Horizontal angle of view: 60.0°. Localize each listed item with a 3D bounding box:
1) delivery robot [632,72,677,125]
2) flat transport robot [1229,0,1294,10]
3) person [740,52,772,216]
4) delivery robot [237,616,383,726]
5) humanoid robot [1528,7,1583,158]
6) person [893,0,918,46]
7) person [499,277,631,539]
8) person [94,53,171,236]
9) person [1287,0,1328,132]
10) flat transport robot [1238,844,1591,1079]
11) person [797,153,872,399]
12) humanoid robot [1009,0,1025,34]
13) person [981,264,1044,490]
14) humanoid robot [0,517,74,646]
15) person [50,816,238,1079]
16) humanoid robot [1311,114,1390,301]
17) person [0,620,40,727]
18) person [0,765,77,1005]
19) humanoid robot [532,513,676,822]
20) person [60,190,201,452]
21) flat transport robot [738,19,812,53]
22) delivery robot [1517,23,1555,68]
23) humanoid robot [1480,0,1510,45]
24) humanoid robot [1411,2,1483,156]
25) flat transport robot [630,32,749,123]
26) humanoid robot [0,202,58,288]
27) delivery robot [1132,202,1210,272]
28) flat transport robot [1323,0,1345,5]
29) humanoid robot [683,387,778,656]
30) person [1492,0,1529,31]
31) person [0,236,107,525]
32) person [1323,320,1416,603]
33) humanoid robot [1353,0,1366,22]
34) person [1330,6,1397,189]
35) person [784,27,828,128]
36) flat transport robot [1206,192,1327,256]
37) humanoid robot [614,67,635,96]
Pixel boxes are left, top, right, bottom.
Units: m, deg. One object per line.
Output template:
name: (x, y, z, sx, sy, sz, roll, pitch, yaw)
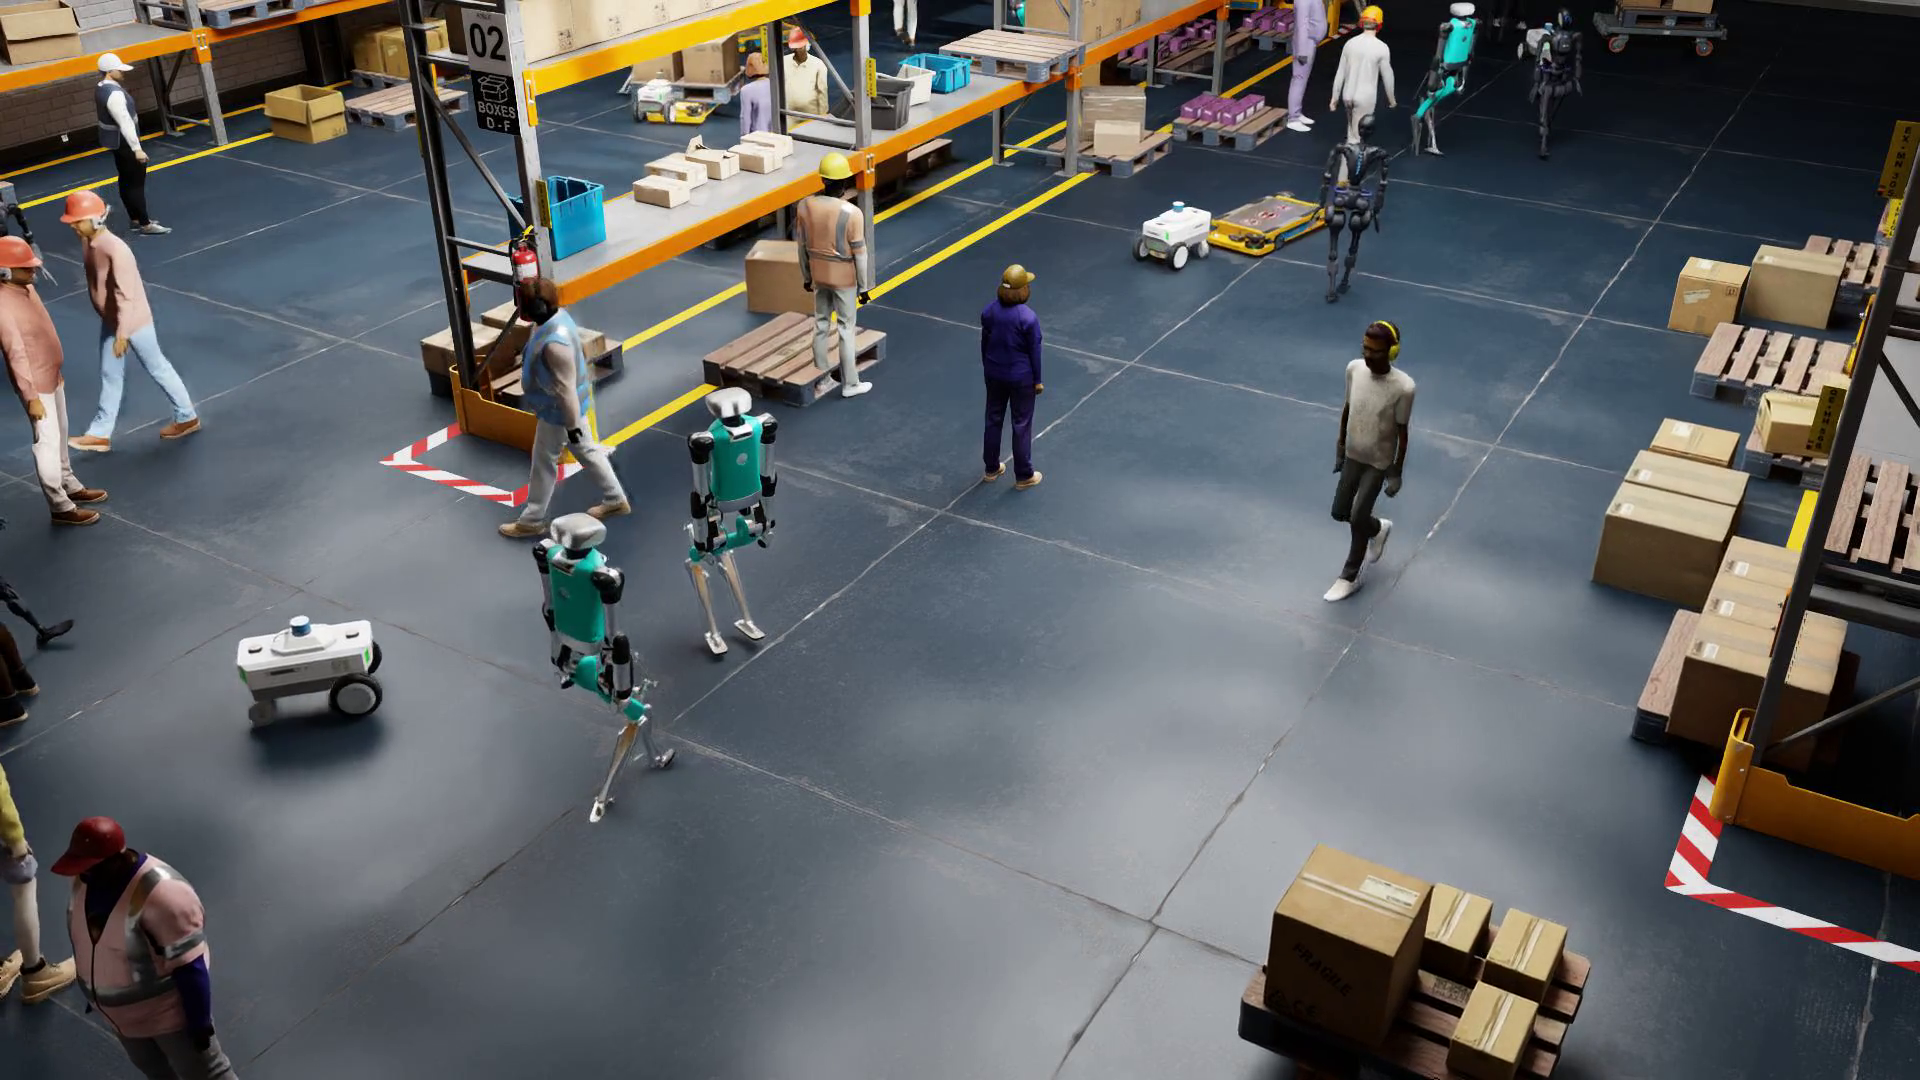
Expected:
delivery robot: (-3.617, -5.350, 20.120, 0.499, 0.600, 0.802, 8, 30, 13)
flat transport robot: (4.398, -8.301, 25.625, 1.431, 0.231, 0.659, 9, 31, 15)
person: (-1.988, -4.096, 16.810, 0.501, 1.628, 0.280, -19, 35, -30)
delivery robot: (-3.676, 0.703, 9.396, 0.768, 0.583, 0.499, -9, 31, -15)
humanoid robot: (6.690, -5.109, 18.582, 0.596, 1.631, 0.739, -4, 30, -8)
person: (-0.770, -7.803, 23.079, 0.670, 1.910, 0.652, -2, 30, -4)
person: (-2.662, -0.881, 10.963, 0.885, 1.797, 0.625, -5, 30, -9)
person: (-8.146, -3.857, 16.253, 0.448, 1.754, 0.762, -23, 37, -35)
person: (4.085, -5.792, 19.528, 0.406, 1.904, 0.650, 9, 31, 16)
flat transport robot: (1.987, 2.088, 7.248, 0.659, 0.231, 1.431, 17, 34, 27)
person: (-0.962, -2.040, 12.867, 0.591, 1.924, 0.382, 15, 33, 24)
humanoid robot: (0.911, -7.170, 22.144, 0.556, 1.730, 1.036, 3, 30, 6)
person: (0.369, -1.145, 11.586, 0.461, 1.622, 0.351, 18, 34, 28)
humanoid robot: (-5.777, -0.082, 9.705, 0.809, 1.620, 0.603, -7, 30, -12)
person: (-3.080, 1.757, 6.333, 0.612, 1.748, 0.419, 11, 31, 18)
humanoid robot: (3.440, -2.942, 14.741, 0.613, 1.661, 0.474, 3, 30, 6)
person: (-5.439, 0.140, 8.992, 0.391, 1.956, 0.675, -6, 30, -10)
person: (-4.254, 1.208, 7.170, 0.503, 1.876, 0.429, 4, 30, 7)
humanoid robot: (-1.679, 0.583, 8.495, 0.565, 1.826, 0.815, 19, 34, 30)
person: (-6.127, -1.546, 11.964, 0.626, 1.945, 0.975, 22, 36, 33)
flat transport robot: (-2.864, -7.119, 23.536, 1.431, 0.231, 0.659, -21, 36, -33)
delivery robot: (7.893, -6.663, 22.454, 0.499, 0.611, 0.809, -1, 29, -1)
humanoid robot: (7.608, -7.814, 23.334, 0.586, 1.651, 0.320, 4, 30, 6)
humanoid robot: (5.311, -5.068, 18.514, 0.535, 1.864, 0.770, -13, 32, -22)
flat transport robot: (-3.316, -5.431, 20.549, 0.659, 0.231, 1.431, 5, 30, 8)
humanoid robot: (-7.652, -2.145, 13.370, 0.785, 1.647, 0.599, 24, 37, 36)
delivery robot: (2.049, -2.906, 15.779, 0.521, 0.583, 0.752, 25, 38, 37)
flat transport robot: (5.252, -8.555, 26.074, 1.431, 0.231, 0.659, 23, 37, 34)
humanoid robot: (-1.395, -0.155, 9.640, 0.530, 1.709, 0.730, -19, 35, -31)
person: (8.048, -8.298, 24.053, 0.502, 1.804, 0.897, -4, 30, -7)
person: (-6.105, -1.064, 11.075, 0.397, 1.989, 0.621, -7, 30, -12)
person: (2.555, -0.511, 10.247, 0.614, 1.853, 0.497, -22, 36, -34)
humanoid robot: (6.006, -8.454, 24.418, 0.537, 1.786, 0.748, -15, 33, -24)
person: (4.308, -4.711, 17.672, 0.875, 1.847, 0.572, -26, 38, -38)
person: (-1.645, -4.466, 17.346, 0.555, 1.743, 0.343, 8, 31, 15)
flat transport robot: (3.075, -3.138, 16.492, 0.659, 0.231, 1.431, 24, 37, 36)
humanoid robot: (-3.998, -6.428, 20.837, 1.015, 1.726, 0.547, -25, 38, -36)
